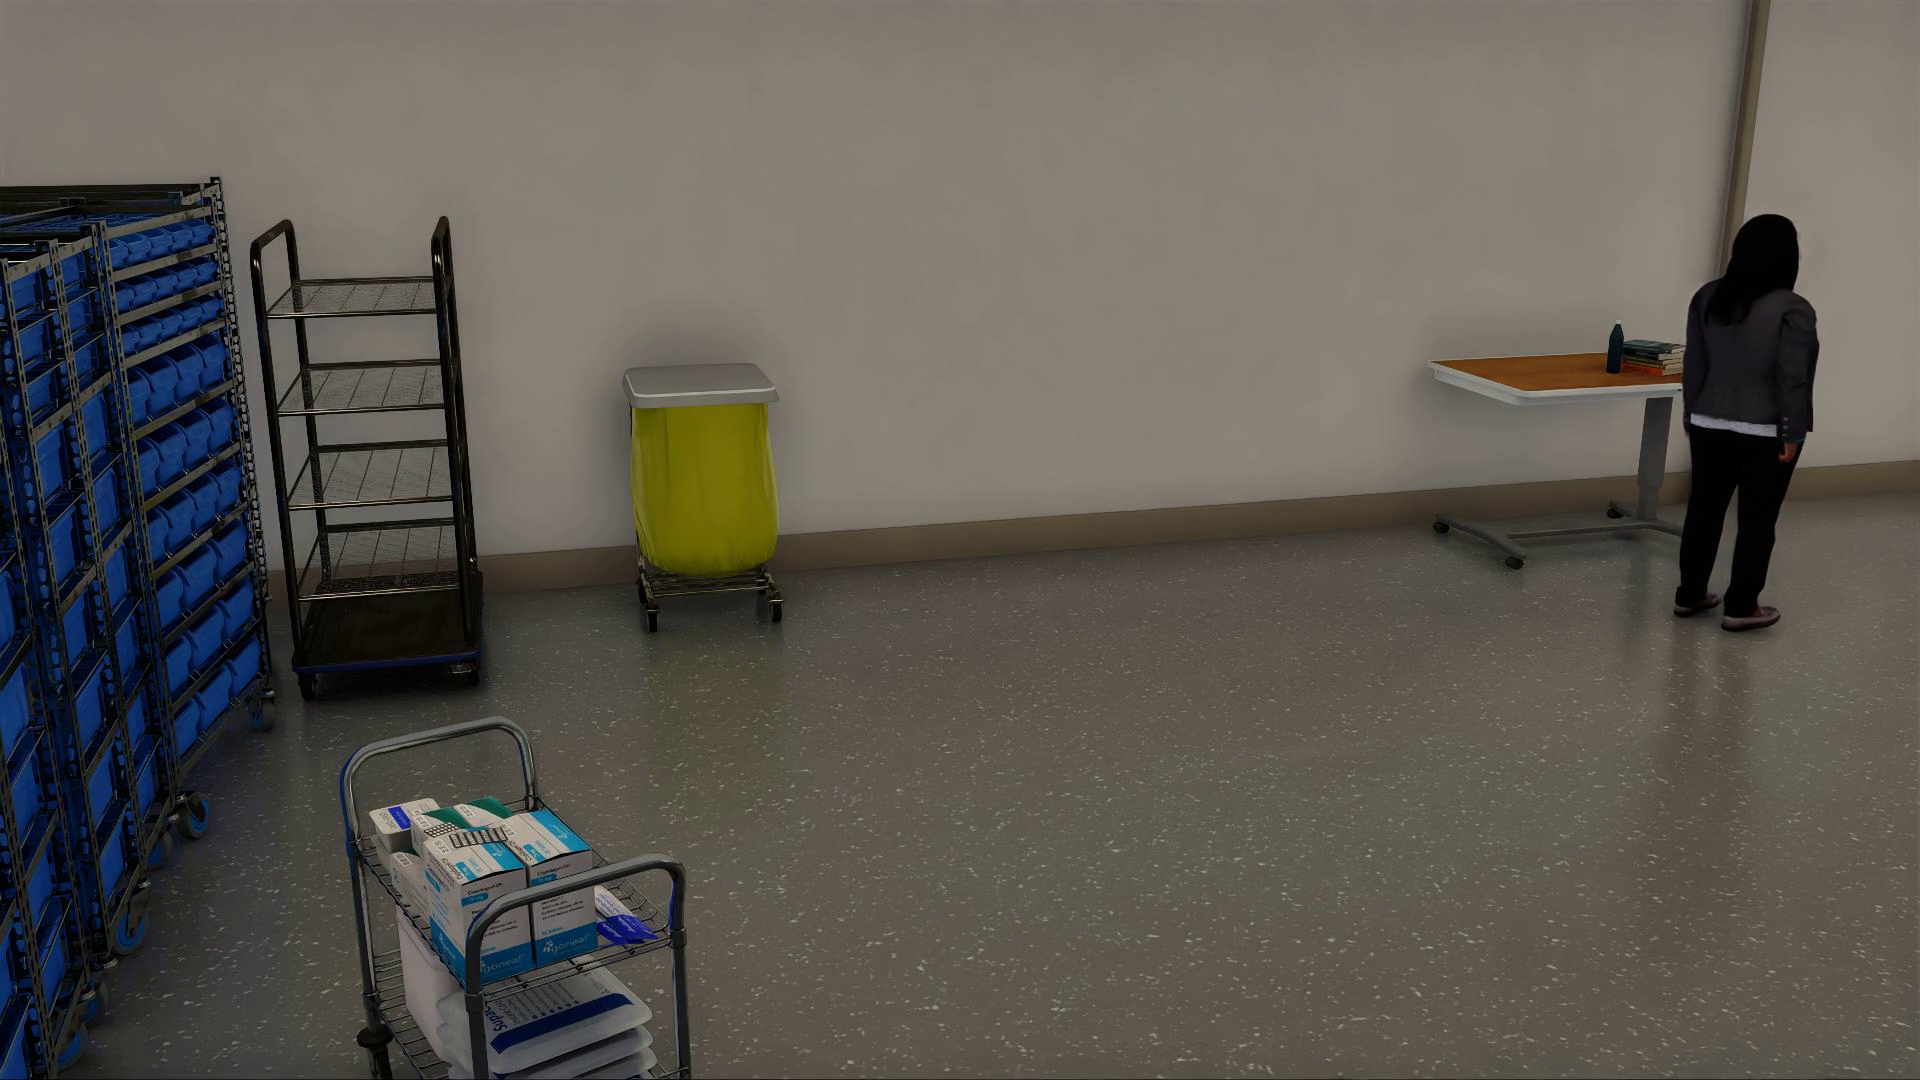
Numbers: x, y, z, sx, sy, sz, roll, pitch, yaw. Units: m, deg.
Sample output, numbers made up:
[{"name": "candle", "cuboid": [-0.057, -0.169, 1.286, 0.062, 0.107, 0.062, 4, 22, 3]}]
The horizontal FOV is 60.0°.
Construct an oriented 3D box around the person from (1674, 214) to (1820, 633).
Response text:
[{"name": "person", "cuboid": [3.023, -0.447, 6.414, 0.751, 1.597, 0.747, -9, 18, -30]}]
